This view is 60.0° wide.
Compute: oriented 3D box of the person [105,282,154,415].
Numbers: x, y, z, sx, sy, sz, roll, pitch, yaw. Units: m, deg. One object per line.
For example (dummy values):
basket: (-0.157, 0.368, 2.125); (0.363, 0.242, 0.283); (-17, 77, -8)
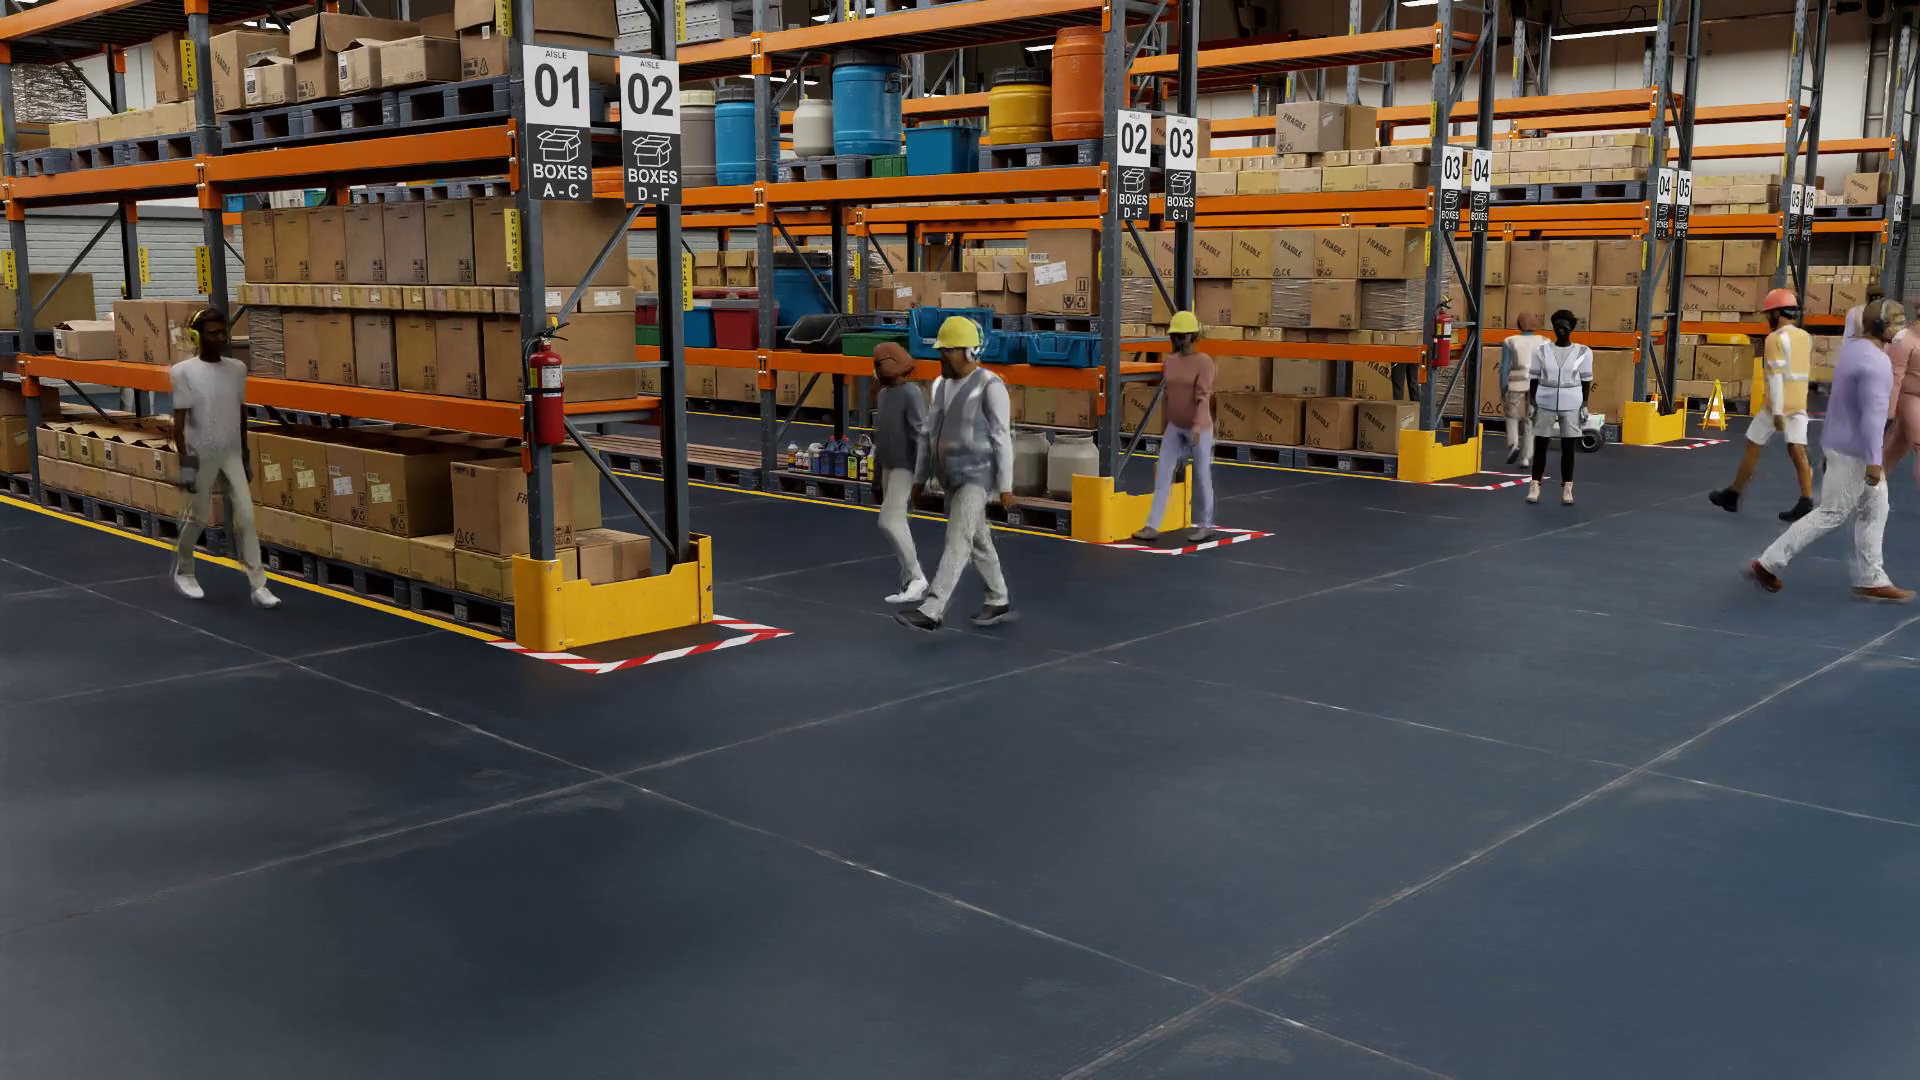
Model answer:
person: (-9.063, -1.891, 18.322); (0.384, 1.925, 0.593); (8, 12, 41)

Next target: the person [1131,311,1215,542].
person: (1.621, -0.821, 12.354); (0.848, 1.731, 0.529); (-9, 13, -44)

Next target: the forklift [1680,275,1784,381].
forklift: (12.480, -3.427, 27.053); (1.214, 2.155, 2.313); (9, 13, 43)

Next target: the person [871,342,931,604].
person: (-0.402, -0.407, 10.195); (0.378, 1.601, 0.542); (-5, 11, -30)

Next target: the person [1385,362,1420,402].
person: (5.536, -2.238, 20.707); (0.507, 1.842, 0.339); (-2, 10, -13)

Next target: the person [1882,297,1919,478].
person: (7.957, -1.121, 13.868); (0.632, 1.854, 1.030); (-6, 11, -33)

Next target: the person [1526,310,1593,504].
person: (5.249, -1.162, 14.580); (0.546, 1.701, 0.324); (4, 10, 22)

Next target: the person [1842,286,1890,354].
person: (11.842, -2.386, 21.682); (0.641, 1.817, 0.723); (5, 11, 29)

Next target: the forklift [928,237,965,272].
forklift: (-0.326, -5.817, 39.609); (1.129, 2.768, 1.873); (9, 13, 43)

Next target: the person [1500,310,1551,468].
person: (5.840, -1.555, 17.186); (0.512, 1.624, 0.369); (2, 9, 12)

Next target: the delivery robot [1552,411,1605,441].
delivery robot: (6.963, -1.339, 18.968); (0.707, 0.478, 0.477); (5, 11, 25)

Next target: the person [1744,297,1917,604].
person: (5.389, -0.543, 10.211); (0.939, 1.897, 0.645); (4, 10, 21)

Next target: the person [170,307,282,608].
person: (-4.594, -0.514, 10.222); (0.981, 1.827, 0.547); (7, 12, 37)

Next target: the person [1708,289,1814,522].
person: (6.739, -1.123, 13.753); (0.532, 1.874, 1.021); (-4, 10, -25)

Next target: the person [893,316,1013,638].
person: (-0.034, -0.355, 9.356); (0.947, 1.777, 0.614); (-7, 12, -37)
